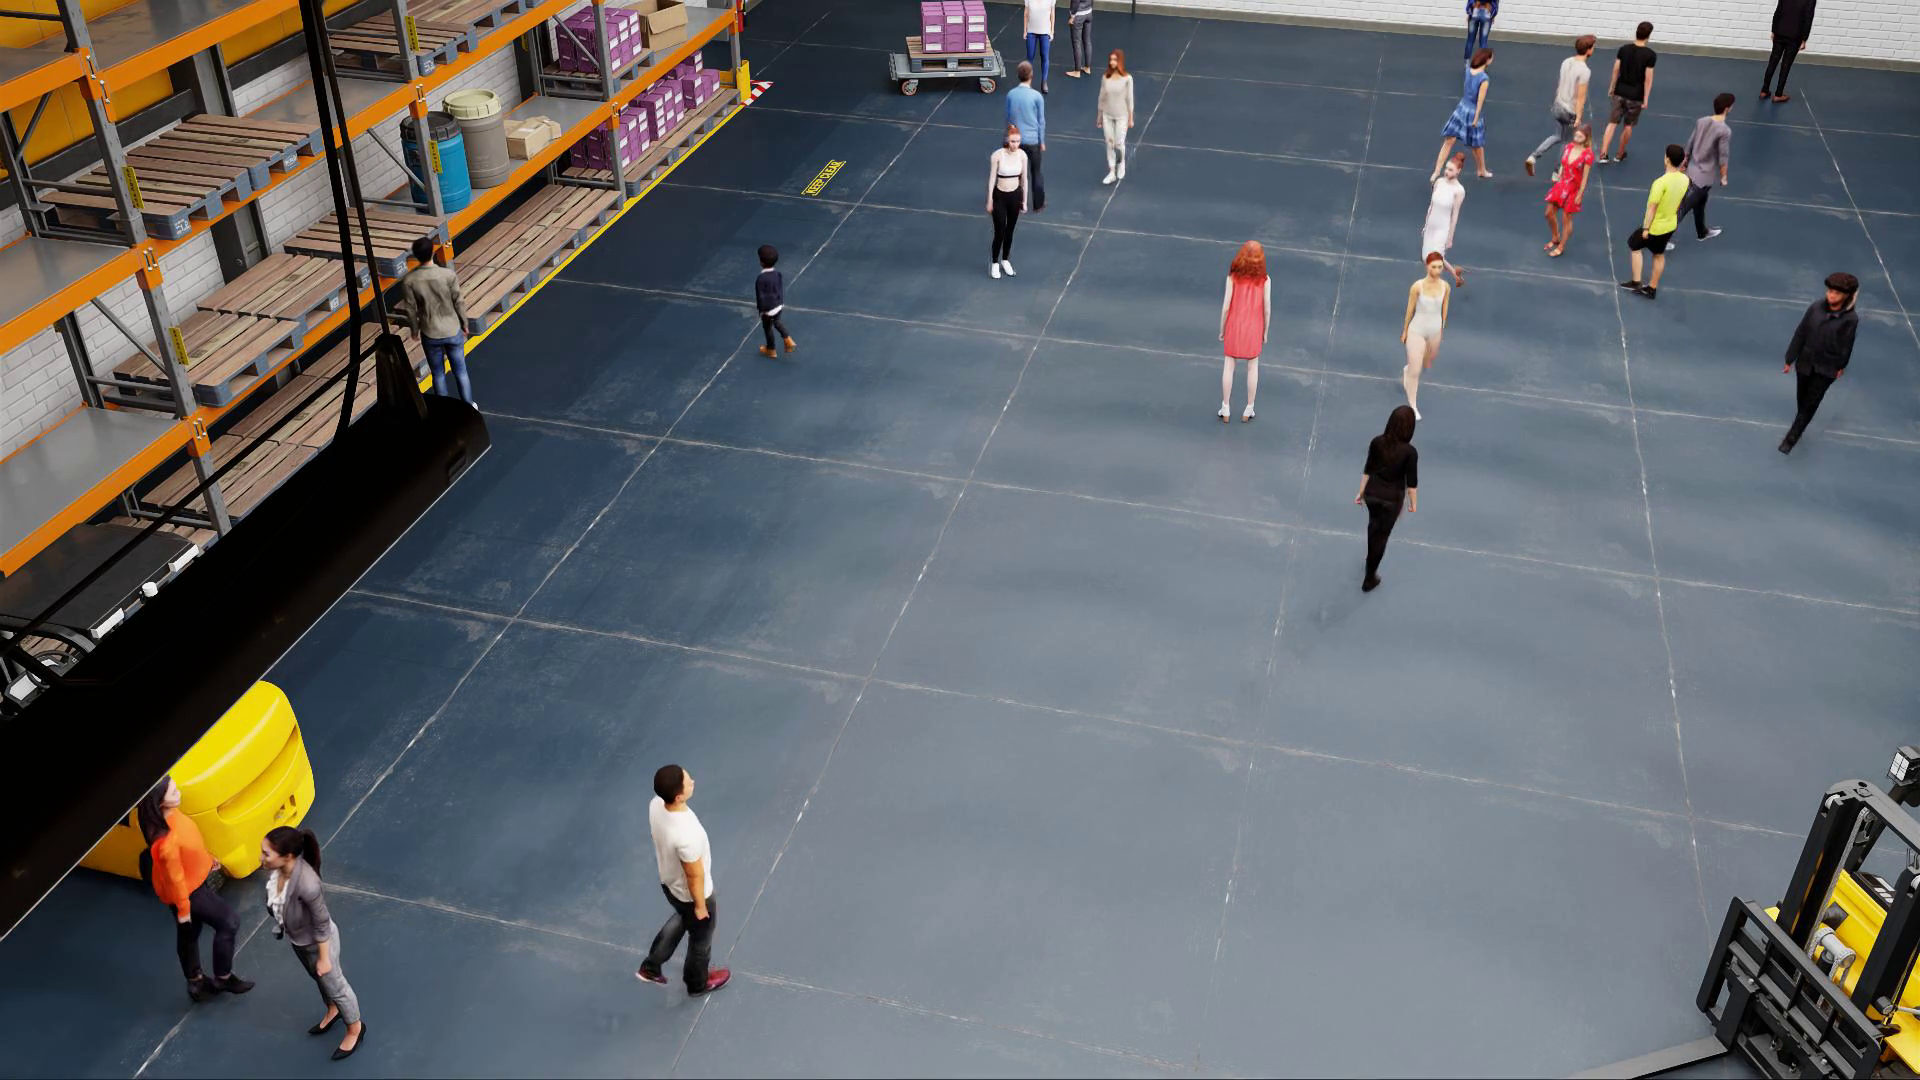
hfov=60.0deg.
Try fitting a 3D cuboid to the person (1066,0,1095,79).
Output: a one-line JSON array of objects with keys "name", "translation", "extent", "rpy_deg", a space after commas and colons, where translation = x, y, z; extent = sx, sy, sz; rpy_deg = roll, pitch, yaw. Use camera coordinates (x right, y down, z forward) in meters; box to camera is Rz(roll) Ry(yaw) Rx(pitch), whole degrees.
[{"name": "person", "translation": [1.787, -7.699, 24.355], "extent": [0.749, 1.767, 0.624], "rpy_deg": [28, 43, 35]}]

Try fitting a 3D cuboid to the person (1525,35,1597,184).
[{"name": "person", "translation": [7.479, -5.319, 20.678], "extent": [1.051, 1.874, 1.035], "rpy_deg": [-11, 35, -16]}]

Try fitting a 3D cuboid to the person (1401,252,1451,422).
[{"name": "person", "translation": [4.411, -2.001, 15.913], "extent": [0.772, 1.623, 1.011], "rpy_deg": [-4, 34, -6]}]

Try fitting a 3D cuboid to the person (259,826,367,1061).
[{"name": "person", "translation": [-3.673, 2.265, 9.445], "extent": [0.750, 1.678, 0.726], "rpy_deg": [-28, 43, -35]}]

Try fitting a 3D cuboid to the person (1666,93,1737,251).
[{"name": "person", "translation": [8.383, -4.149, 18.988], "extent": [1.102, 1.797, 1.218], "rpy_deg": [-8, 35, -12]}]

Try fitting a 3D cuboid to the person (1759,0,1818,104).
[{"name": "person", "translation": [11.658, -7.130, 23.393], "extent": [0.783, 1.884, 0.770], "rpy_deg": [-24, 40, -31]}]

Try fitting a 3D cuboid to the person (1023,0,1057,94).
[{"name": "person", "translation": [1.119, -7.227, 23.721], "extent": [0.636, 1.683, 0.581], "rpy_deg": [2, 34, 4]}]

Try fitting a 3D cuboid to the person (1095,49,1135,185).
[{"name": "person", "translation": [1.983, -5.321, 20.836], "extent": [0.684, 1.702, 0.722], "rpy_deg": [15, 37, 22]}]

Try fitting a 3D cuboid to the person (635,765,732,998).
[{"name": "person", "translation": [-1.679, 2.031, 9.692], "extent": [0.948, 1.794, 0.877], "rpy_deg": [-22, 39, -29]}]

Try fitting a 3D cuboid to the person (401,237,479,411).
[{"name": "person", "translation": [-4.881, -1.955, 15.621], "extent": [0.793, 1.869, 0.802], "rpy_deg": [-11, 35, -16]}]

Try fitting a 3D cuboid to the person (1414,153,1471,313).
[{"name": "person", "translation": [5.160, -3.262, 17.671], "extent": [0.975, 1.776, 0.942], "rpy_deg": [-15, 37, -22]}]

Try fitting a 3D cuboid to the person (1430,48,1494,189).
[{"name": "person", "translation": [6.197, -5.132, 20.519], "extent": [1.203, 1.738, 1.192], "rpy_deg": [-17, 37, -23]}]

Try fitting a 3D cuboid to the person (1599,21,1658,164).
[{"name": "person", "translation": [8.505, -5.687, 21.252], "extent": [0.892, 1.851, 1.009], "rpy_deg": [24, 40, 31]}]

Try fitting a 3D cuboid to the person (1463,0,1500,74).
[{"name": "person", "translation": [7.660, -7.687, 24.469], "extent": [0.634, 1.620, 0.573], "rpy_deg": [12, 35, 17]}]

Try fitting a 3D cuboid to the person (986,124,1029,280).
[{"name": "person", "translation": [0.493, -3.788, 18.498], "extent": [0.712, 1.737, 0.742], "rpy_deg": [-8, 35, -12]}]

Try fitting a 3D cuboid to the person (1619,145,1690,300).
[{"name": "person", "translation": [7.602, -3.392, 17.942], "extent": [0.774, 1.693, 0.819], "rpy_deg": [-13, 36, -19]}]

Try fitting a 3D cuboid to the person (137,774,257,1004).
[{"name": "person", "translation": [-4.604, 2.068, 9.690], "extent": [0.804, 1.734, 0.750], "rpy_deg": [-20, 39, -27]}]

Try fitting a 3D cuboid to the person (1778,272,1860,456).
[{"name": "person", "translation": [7.921, -1.663, 15.308], "extent": [0.971, 1.730, 1.165], "rpy_deg": [28, 43, 35]}]

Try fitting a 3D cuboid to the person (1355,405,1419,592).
[{"name": "person", "translation": [3.372, -0.299, 13.354], "extent": [0.759, 1.621, 0.845], "rpy_deg": [22, 40, 30]}]

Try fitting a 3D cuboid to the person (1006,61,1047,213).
[{"name": "person", "translation": [0.762, -4.830, 20.004], "extent": [0.754, 1.805, 0.692], "rpy_deg": [16, 37, 22]}]

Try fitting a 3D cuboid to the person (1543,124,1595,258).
[{"name": "person", "translation": [7.016, -3.994, 18.947], "extent": [0.793, 1.583, 0.733], "rpy_deg": [-18, 38, -25]}]

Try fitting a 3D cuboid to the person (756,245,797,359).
[{"name": "person", "translation": [-1.883, -2.397, 16.874], "extent": [0.676, 1.218, 0.662], "rpy_deg": [21, 39, 28]}]

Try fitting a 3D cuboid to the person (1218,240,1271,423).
[{"name": "person", "translation": [2.668, -1.954, 15.659], "extent": [0.628, 1.826, 0.551], "rpy_deg": [4, 34, 6]}]
